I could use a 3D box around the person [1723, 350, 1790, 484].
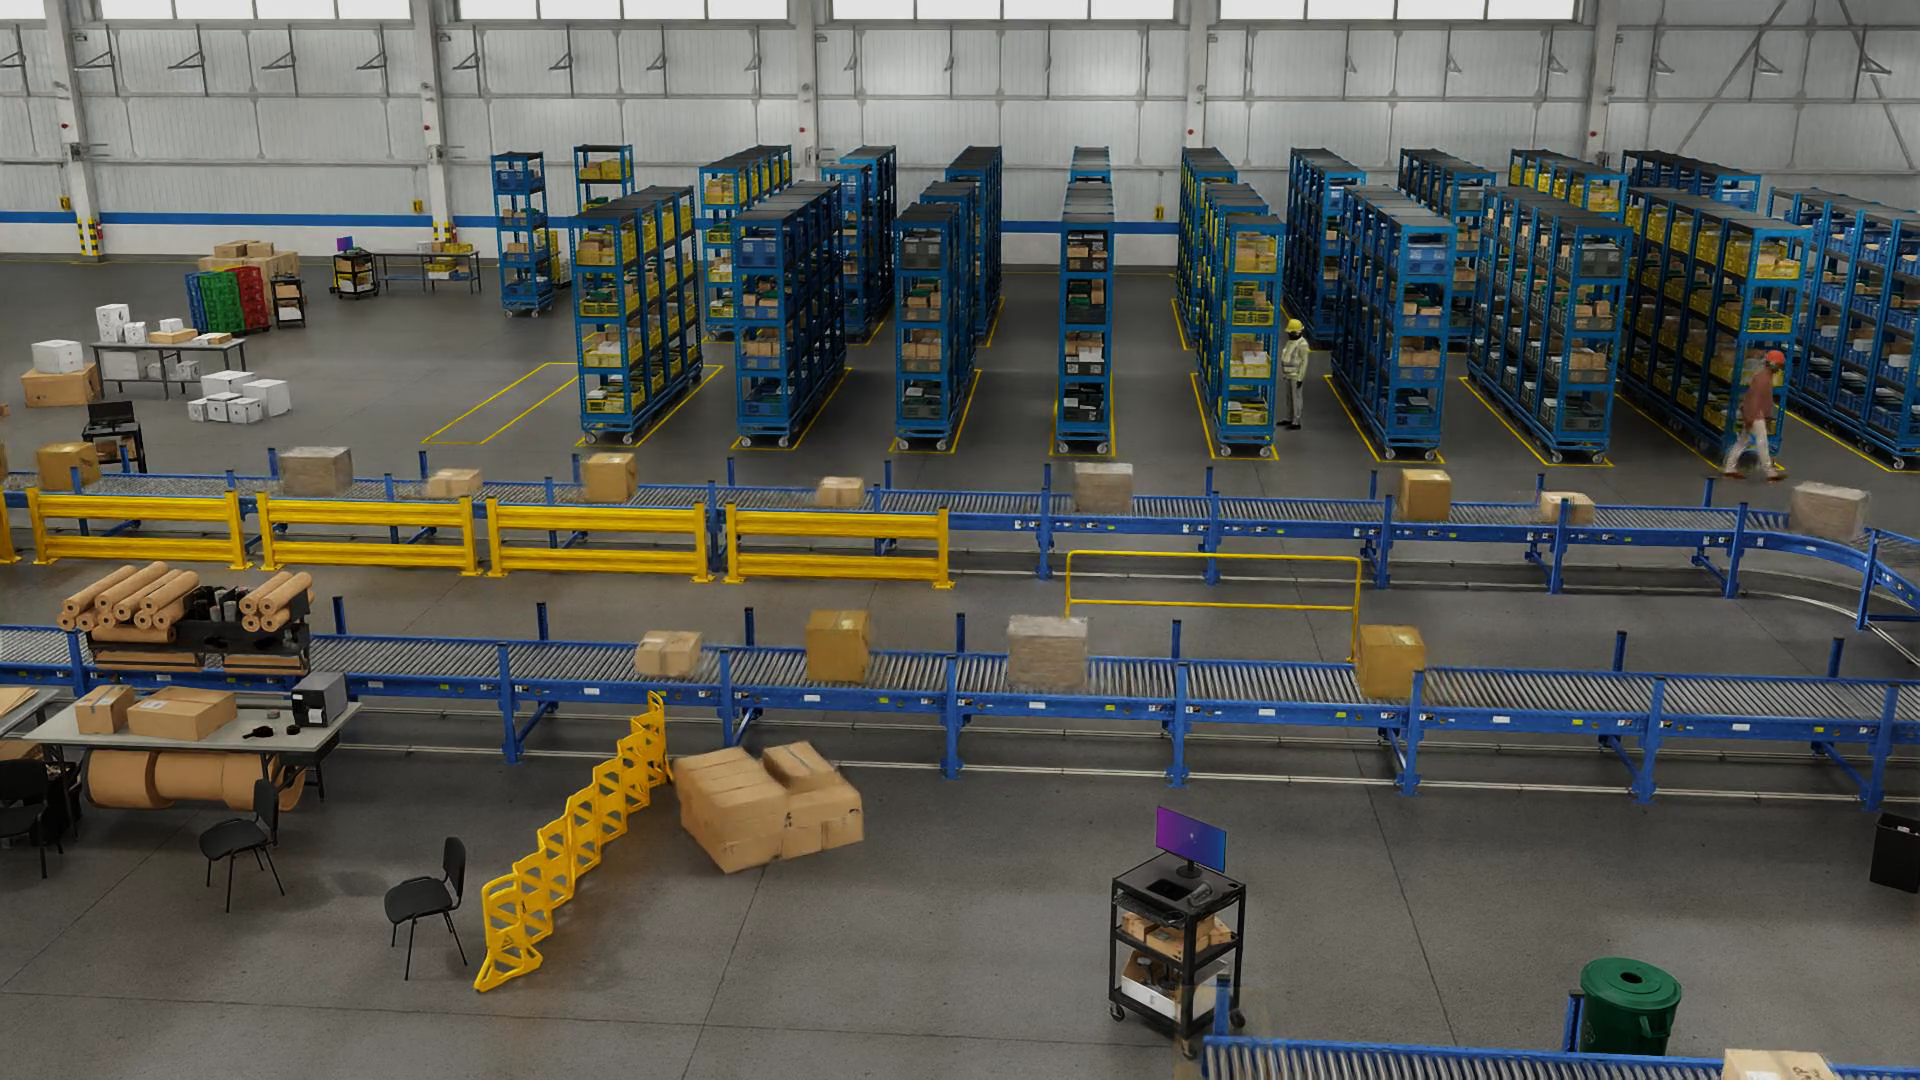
[{"bbox_3d":[11.627,-1.773,24.007,0.969,1.939,0.630,7,19,21],"label":"person"}]

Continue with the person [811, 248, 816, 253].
[{"bbox_3d":[-3.488,-6.721,39.865,0.390,1.846,0.565,-2,18,-6],"label":"person"}]

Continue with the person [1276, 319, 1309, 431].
[{"bbox_3d":[5.439,-2.700,27.144,0.403,1.823,0.586,-5,18,-15],"label":"person"}]
